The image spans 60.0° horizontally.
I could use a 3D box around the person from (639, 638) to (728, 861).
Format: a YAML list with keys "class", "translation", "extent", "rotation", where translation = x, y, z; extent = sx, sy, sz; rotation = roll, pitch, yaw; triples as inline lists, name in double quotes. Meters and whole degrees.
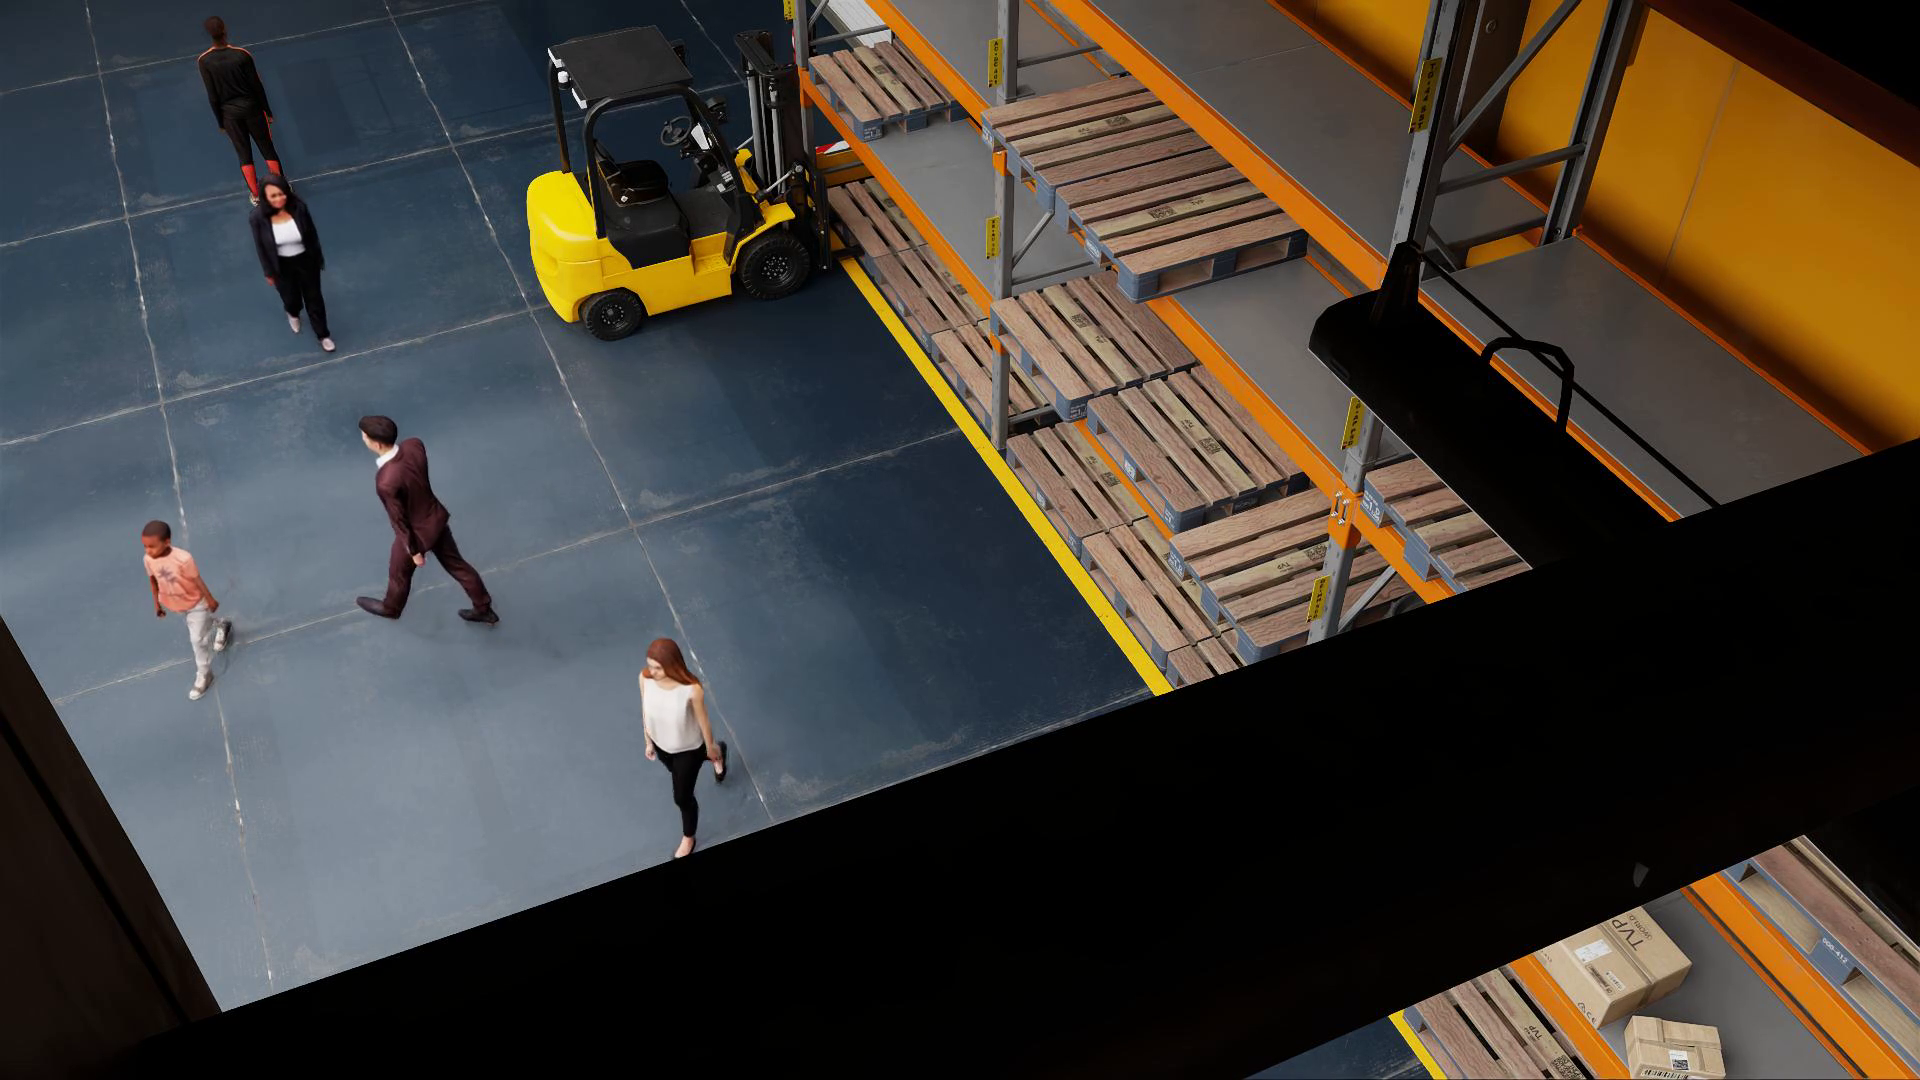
- class: "person"
  translation: [-1.619, 1.119, 9.787]
  extent: [1.046, 1.691, 1.038]
  rotation: [19, 47, 19]

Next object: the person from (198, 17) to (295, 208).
- class: "person"
  translation: [-6.425, -3.823, 14.889]
  extent: [0.637, 1.809, 0.533]
  rotation: [-15, 46, -15]

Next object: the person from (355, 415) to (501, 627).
- class: "person"
  translation: [-3.471, -0.071, 10.946]
  extent: [1.245, 1.815, 1.227]
  rotation: [11, 45, 12]

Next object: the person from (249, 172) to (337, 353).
- class: "person"
  translation: [-5.400, -2.262, 13.397]
  extent: [0.738, 1.606, 0.837]
  rotation: [-27, 50, -26]

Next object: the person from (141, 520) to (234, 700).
- class: "person"
  translation: [-5.048, 0.335, 10.901]
  extent: [0.818, 1.289, 0.966]
  rotation: [7, 44, 7]
